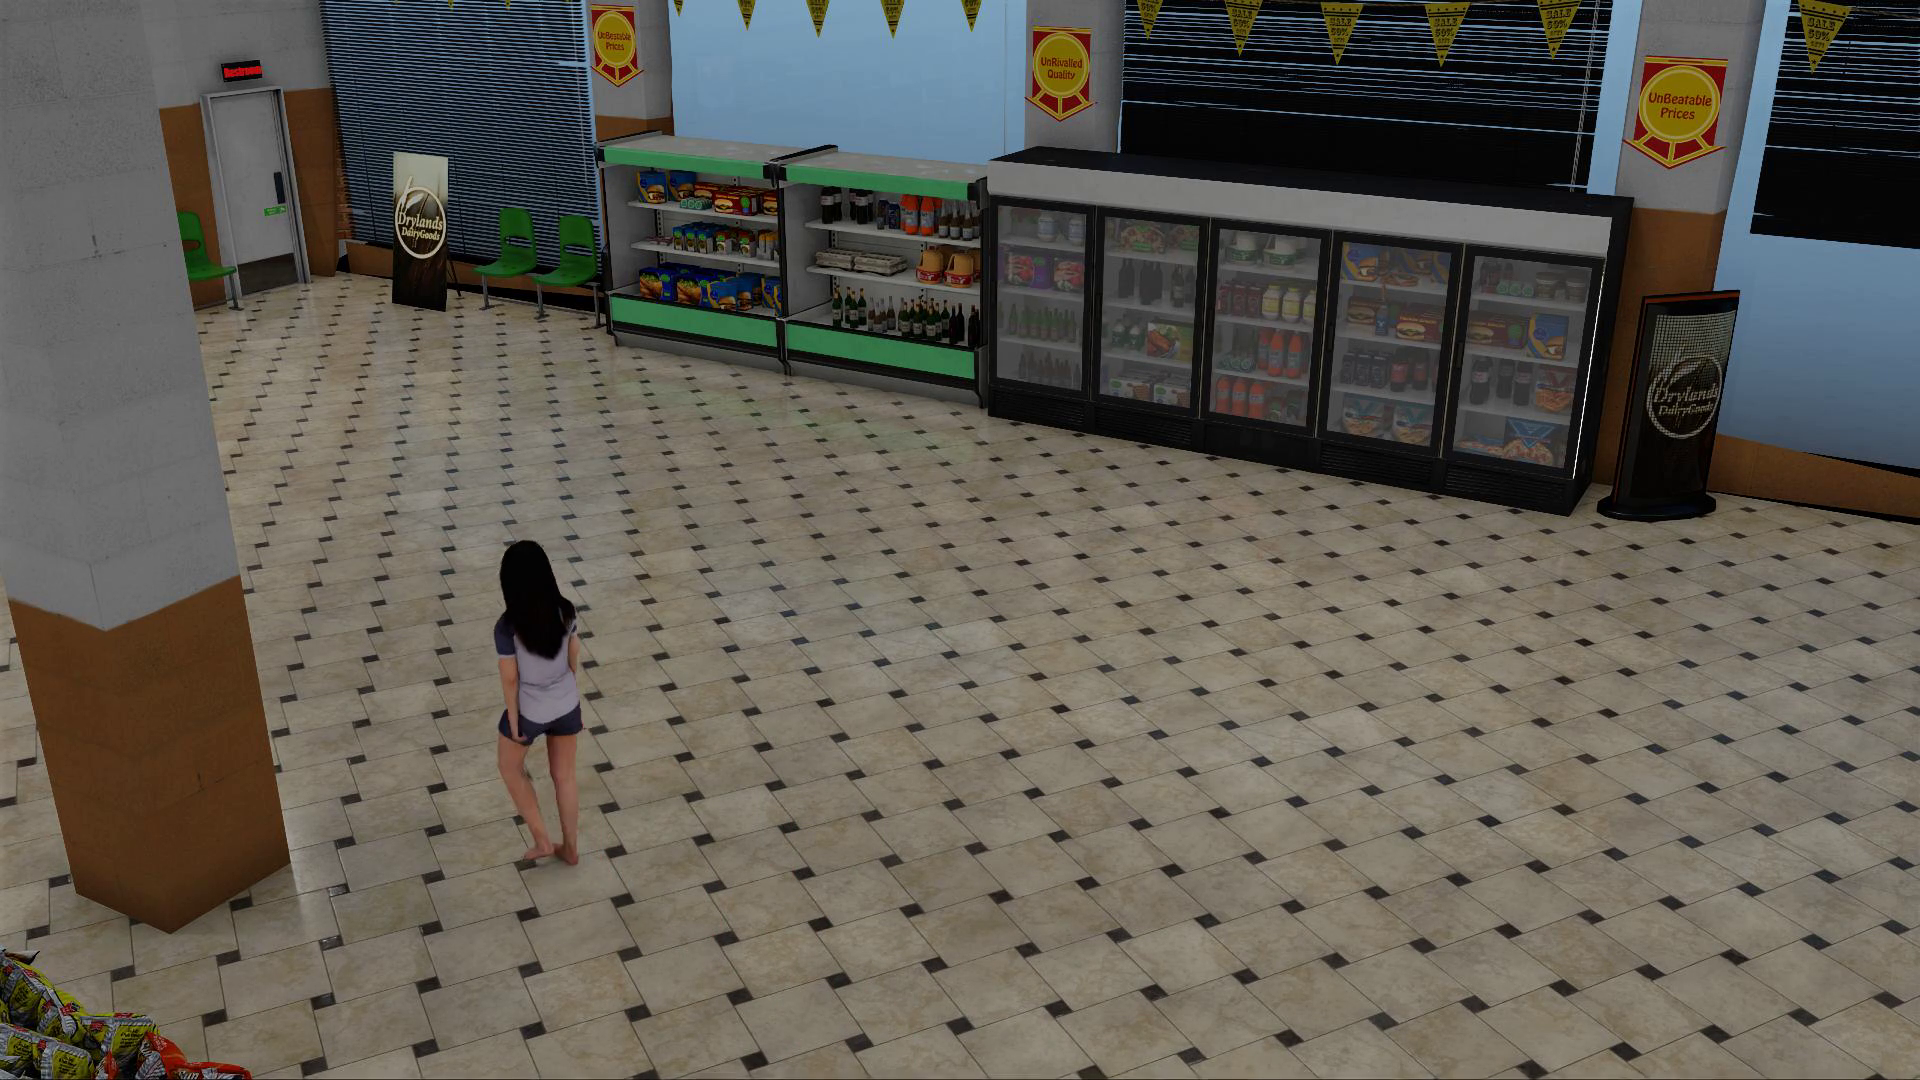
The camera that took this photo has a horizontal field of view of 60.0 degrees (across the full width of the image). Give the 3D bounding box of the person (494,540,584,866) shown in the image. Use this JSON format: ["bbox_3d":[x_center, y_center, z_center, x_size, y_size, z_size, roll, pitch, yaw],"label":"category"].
[{"bbox_3d":[-1.963,0.829,7.970,0.669,1.698,0.680,-19,28,-38],"label":"person"}]
